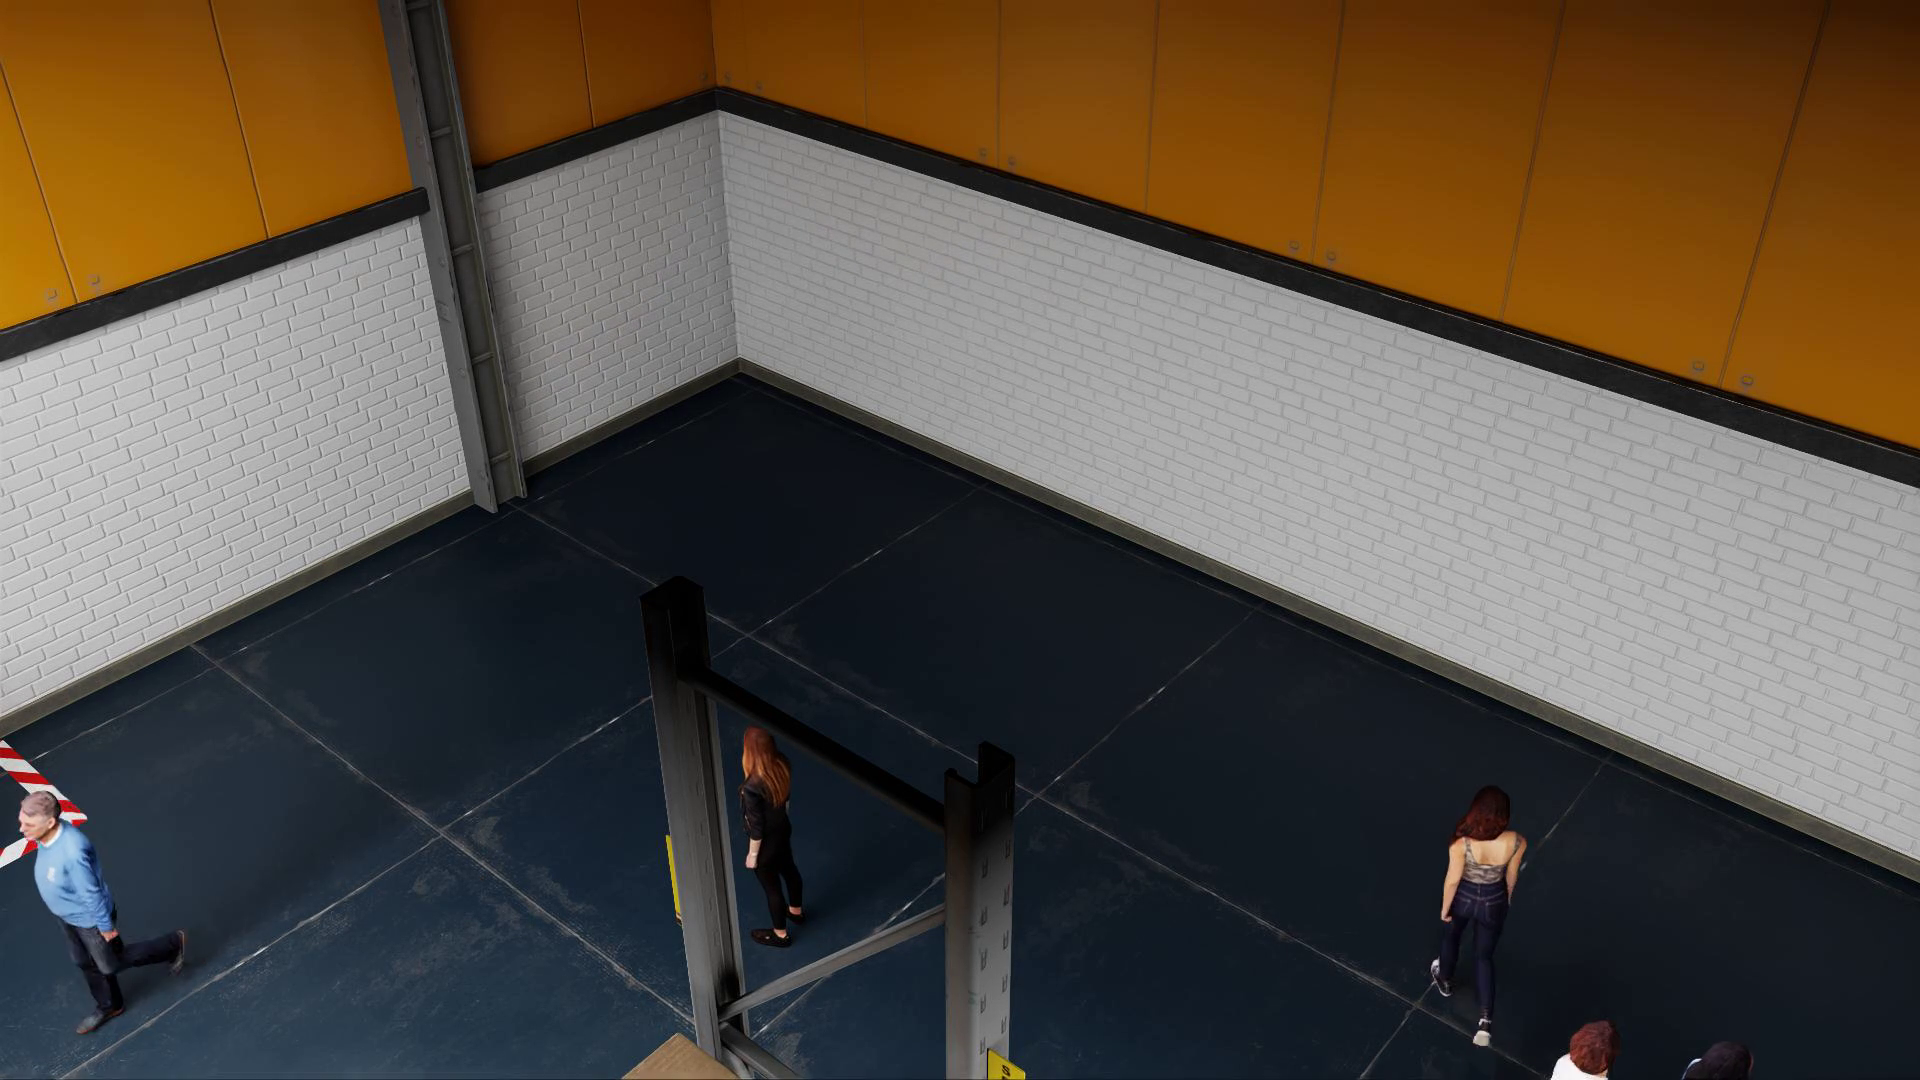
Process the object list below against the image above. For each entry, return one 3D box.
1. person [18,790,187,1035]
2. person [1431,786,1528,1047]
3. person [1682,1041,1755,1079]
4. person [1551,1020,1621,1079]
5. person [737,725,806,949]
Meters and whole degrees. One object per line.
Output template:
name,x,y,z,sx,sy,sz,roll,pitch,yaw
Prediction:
person,-5.159,2.145,9.941,0.679,1.799,0.979,23,40,30
person,3.094,2.235,9.853,1.000,1.747,1.125,1,34,1
person,3.738,3.162,8.488,0.707,1.712,0.674,-7,34,-10
person,3.023,3.185,8.405,1.045,1.766,0.845,-14,36,-19
person,-1.185,1.855,10.456,0.722,1.710,0.559,15,36,21
